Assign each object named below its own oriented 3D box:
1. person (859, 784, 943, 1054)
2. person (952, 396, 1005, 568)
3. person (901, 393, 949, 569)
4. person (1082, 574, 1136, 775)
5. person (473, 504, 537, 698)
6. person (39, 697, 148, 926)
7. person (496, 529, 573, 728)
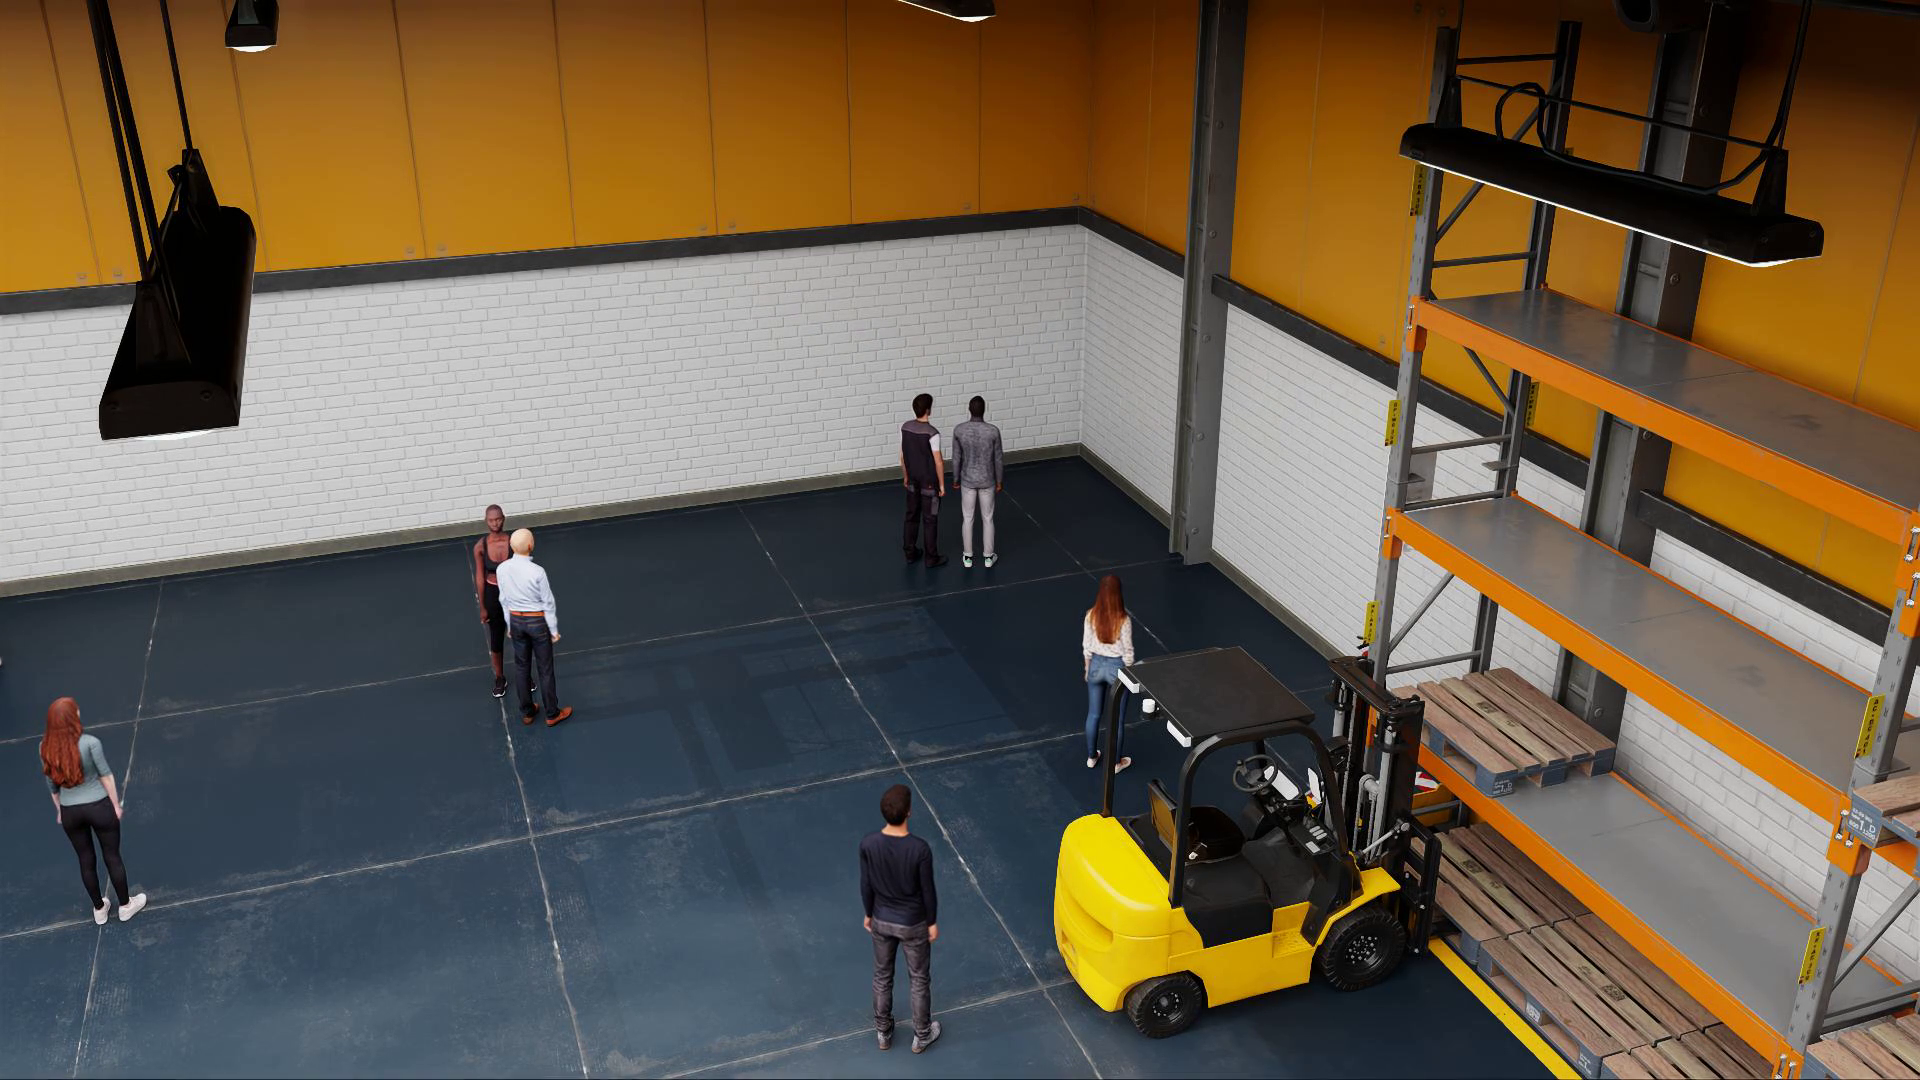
[{"bbox_3d":[-0.371,2.348,10.280,0.721,1.870,0.737,6,24,13],"label":"person"},{"bbox_3d":[0.181,-0.604,17.072,0.759,1.839,0.718,2,24,5],"label":"person"},{"bbox_3d":[-0.385,-0.617,17.092,0.717,1.848,0.814,15,28,31],"label":"person"},{"bbox_3d":[1.195,1.066,13.389,0.643,1.728,0.707,11,26,24],"label":"person"},{"bbox_3d":[-4.005,0.510,14.624,0.585,1.758,0.515,-9,25,-19],"label":"person"},{"bbox_3d":[-6.040,1.879,11.513,0.630,1.742,0.620,-2,24,-5],"label":"person"},{"bbox_3d":[-3.625,0.738,14.061,0.736,1.792,0.754,5,24,11],"label":"person"}]
